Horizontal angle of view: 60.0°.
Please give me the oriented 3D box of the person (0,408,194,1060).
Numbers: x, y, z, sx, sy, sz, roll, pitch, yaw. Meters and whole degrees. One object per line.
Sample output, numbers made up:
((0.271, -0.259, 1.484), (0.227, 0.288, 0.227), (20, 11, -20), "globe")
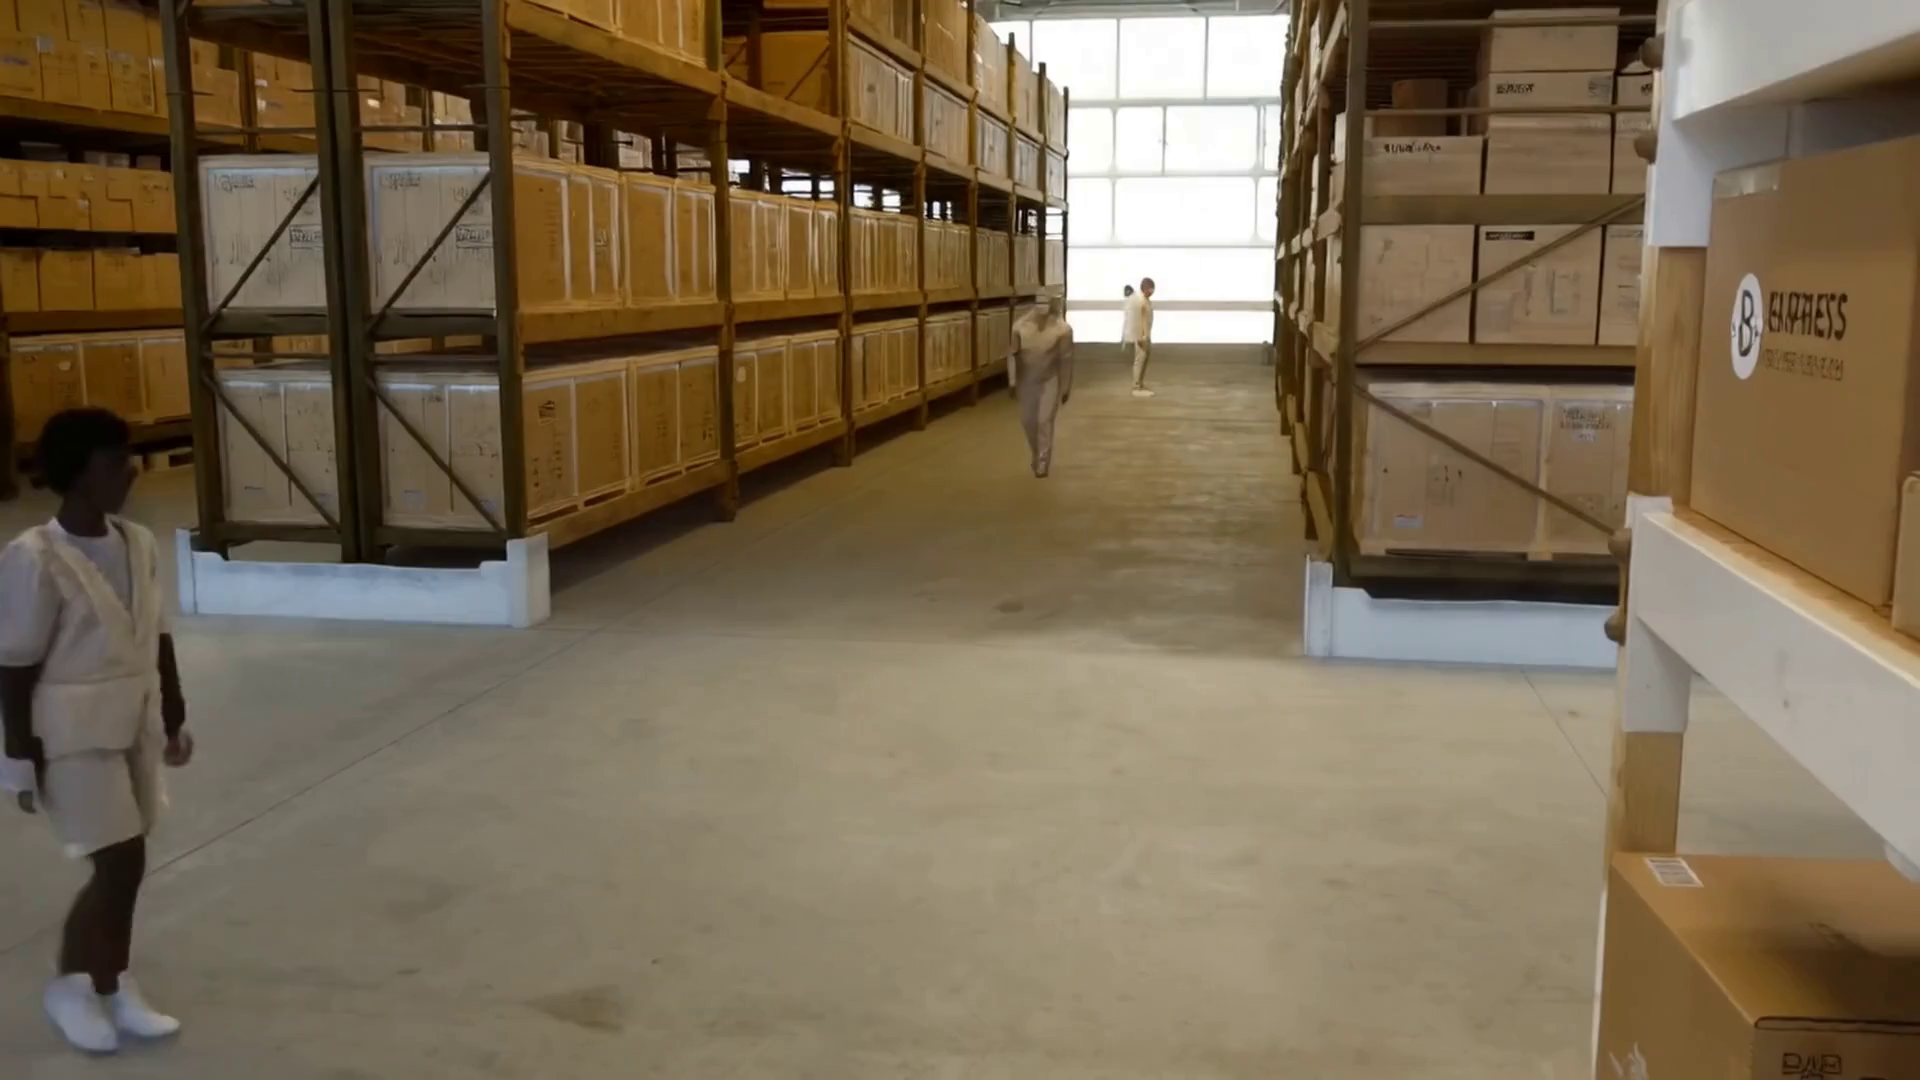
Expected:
((-2.181, 0.503, 4.242), (0.370, 1.682, 0.553), (2, 9, 11), "person")

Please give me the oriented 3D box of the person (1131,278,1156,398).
((2.959, -3.252, 26.826), (0.377, 1.930, 0.635), (2, 9, 15), "person")

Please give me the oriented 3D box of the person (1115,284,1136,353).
((4.287, -5.508, 41.430), (0.738, 1.725, 0.566), (2, 9, 14), "person")

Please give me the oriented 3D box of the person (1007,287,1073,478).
((0.810, -1.590, 16.639), (0.643, 1.884, 0.797), (3, 10, 16), "person")
